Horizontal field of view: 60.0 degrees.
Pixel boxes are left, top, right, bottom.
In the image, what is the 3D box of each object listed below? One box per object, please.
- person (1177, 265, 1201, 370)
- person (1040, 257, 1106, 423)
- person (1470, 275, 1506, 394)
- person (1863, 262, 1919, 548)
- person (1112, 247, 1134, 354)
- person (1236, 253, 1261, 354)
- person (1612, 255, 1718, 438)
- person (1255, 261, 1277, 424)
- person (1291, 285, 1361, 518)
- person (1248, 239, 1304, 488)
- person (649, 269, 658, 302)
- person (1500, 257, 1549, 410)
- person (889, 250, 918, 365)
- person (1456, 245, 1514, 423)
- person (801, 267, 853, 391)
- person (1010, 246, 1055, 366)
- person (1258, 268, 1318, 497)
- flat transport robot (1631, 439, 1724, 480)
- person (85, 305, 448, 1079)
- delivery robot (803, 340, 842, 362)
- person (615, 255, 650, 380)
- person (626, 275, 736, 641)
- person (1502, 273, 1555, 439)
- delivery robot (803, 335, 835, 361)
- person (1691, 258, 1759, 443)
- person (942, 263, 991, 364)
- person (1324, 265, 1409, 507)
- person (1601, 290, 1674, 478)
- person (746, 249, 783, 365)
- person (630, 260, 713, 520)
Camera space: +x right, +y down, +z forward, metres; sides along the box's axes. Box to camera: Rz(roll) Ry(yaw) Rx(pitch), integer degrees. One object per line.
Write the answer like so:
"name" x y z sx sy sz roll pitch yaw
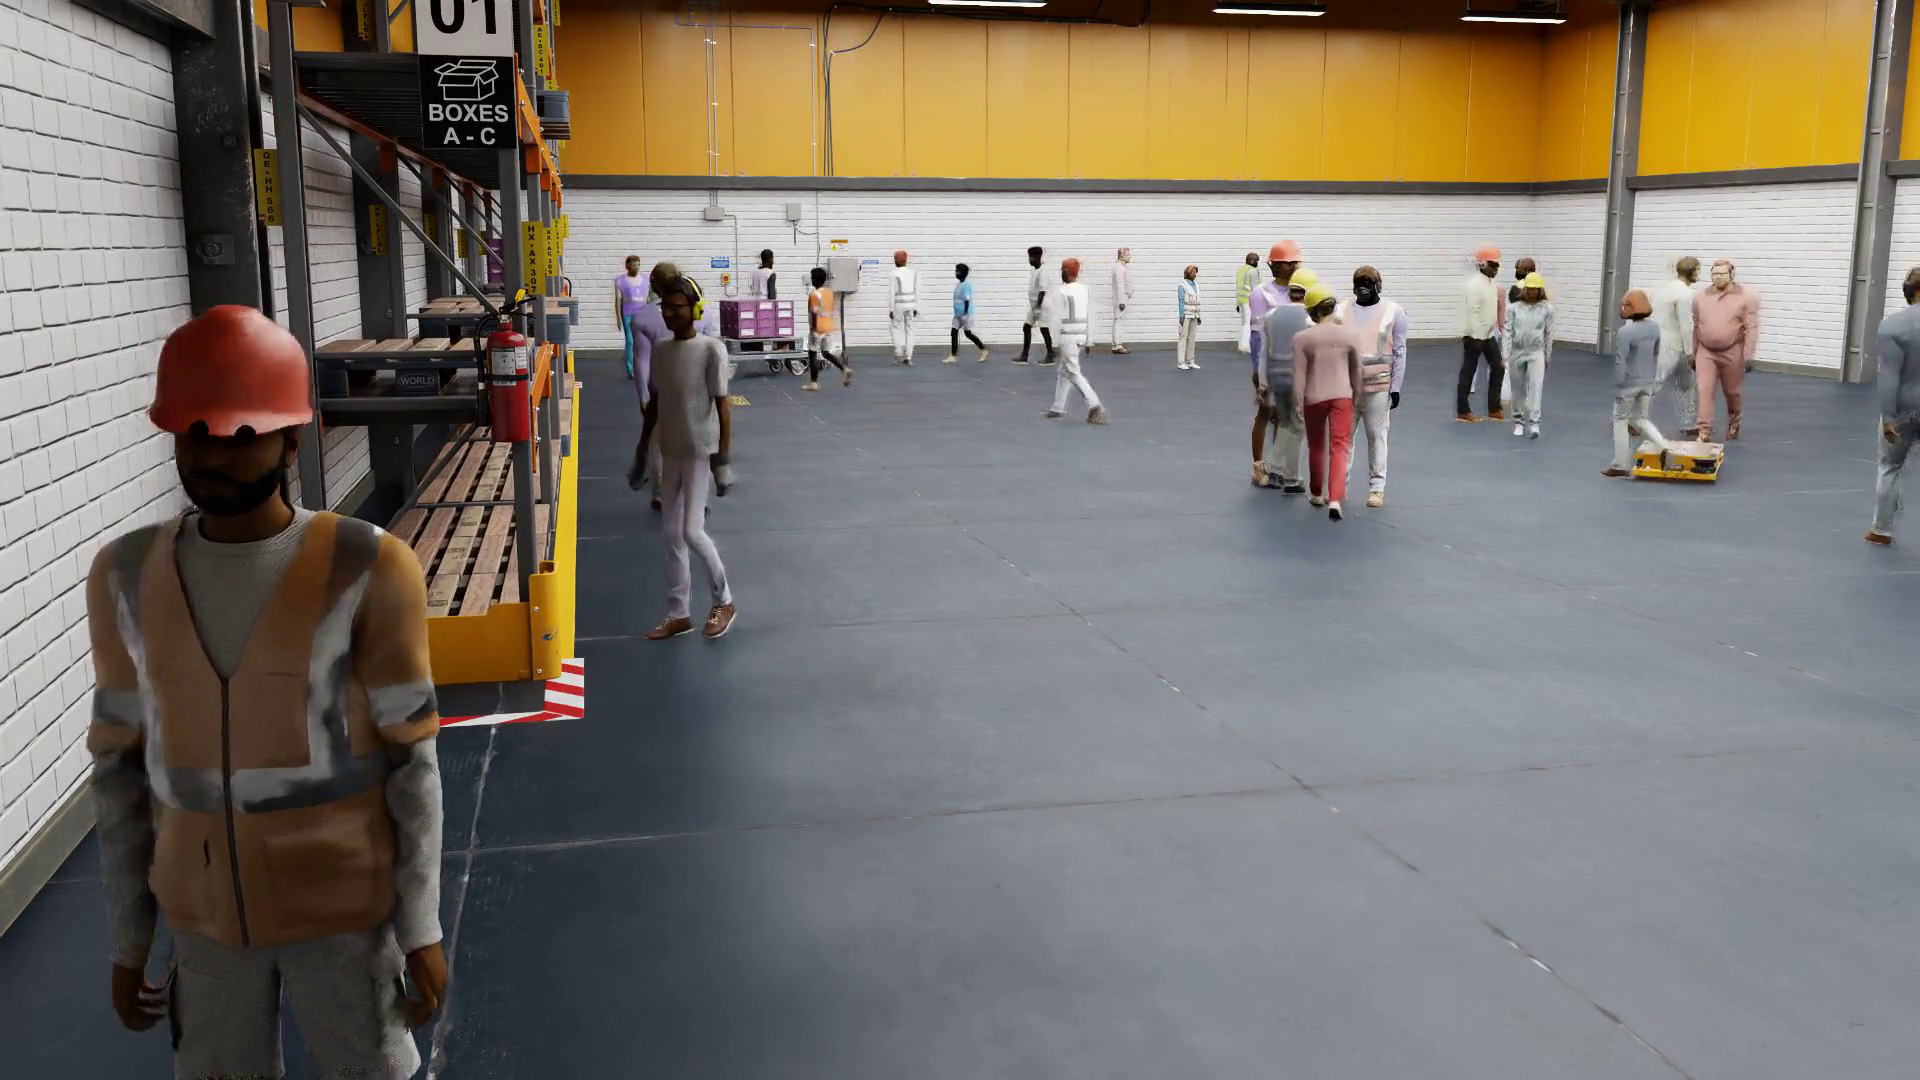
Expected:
"person" 3.624 -3.515 26.296 0.307 1.640 0.519 10 14 43
"person" 1.292 -2.236 18.640 0.926 1.852 0.585 8 13 39
"person" 6.959 -2.813 22.057 0.523 1.769 0.309 4 11 22
"person" 6.210 -0.829 10.692 0.625 1.908 0.935 1 10 4
"person" 2.929 -4.314 29.984 0.402 1.906 0.652 0 10 2
"person" 5.222 -4.284 30.130 0.451 1.821 0.692 -3 11 -15
"person" 7.283 -1.981 17.130 1.028 1.894 0.617 3 11 15
"person" 3.555 -2.259 18.502 0.362 1.939 0.542 -5 11 -25
"person" 2.721 -1.038 12.376 0.528 1.710 0.933 1 10 8
"person" 2.656 -1.452 13.747 0.605 2.044 0.375 -7 12 -34
"person" -4.609 -3.367 25.500 0.501 1.631 0.279 4 11 22
"person" 6.709 -2.467 19.975 0.638 1.823 0.653 -6 12 -30
"person" -0.935 -3.799 27.244 0.638 1.871 0.472 -7 12 -33
"person" 5.869 -2.256 18.385 0.774 1.968 0.659 9 14 42
"person" -1.817 -2.843 22.475 0.652 1.681 0.540 5 11 25
"person" 1.175 -3.776 26.914 0.851 1.930 0.621 -3 11 -15
"person" 2.689 -1.244 13.232 0.590 1.812 0.474 10 14 44
"flat transport robot" 6.303 -0.715 14.572 0.652 0.197 1.431 5 11 26
"person" -1.126 0.593 2.724 0.577 1.932 0.367 0 10 1
"delivery robot" -2.199 -3.069 26.569 0.477 0.478 0.707 -8 13 -39
"person" -4.784 -3.251 24.321 0.601 1.821 0.491 -9 14 -41
"person" -1.433 -0.411 8.474 0.548 1.863 0.412 8 13 36
"person" 5.824 -1.884 17.089 0.496 1.697 0.881 4 11 19
"delivery robot" -2.307 -2.942 25.866 0.707 0.478 0.477 -5 11 -26
"person" 7.675 -1.888 16.721 0.651 1.876 0.933 7 13 36
"person" 0.107 -3.737 27.448 0.779 1.665 0.534 -4 11 -20
"person" 3.097 -1.179 12.793 0.625 1.844 0.429 6 12 28
"person" 5.772 -1.309 14.118 0.519 1.615 0.576 -5 11 -26
"person" -3.230 -3.784 27.099 0.664 1.895 0.596 -9 13 -40
"person" -2.081 -1.093 12.191 0.633 1.901 0.996 -4 11 -20
